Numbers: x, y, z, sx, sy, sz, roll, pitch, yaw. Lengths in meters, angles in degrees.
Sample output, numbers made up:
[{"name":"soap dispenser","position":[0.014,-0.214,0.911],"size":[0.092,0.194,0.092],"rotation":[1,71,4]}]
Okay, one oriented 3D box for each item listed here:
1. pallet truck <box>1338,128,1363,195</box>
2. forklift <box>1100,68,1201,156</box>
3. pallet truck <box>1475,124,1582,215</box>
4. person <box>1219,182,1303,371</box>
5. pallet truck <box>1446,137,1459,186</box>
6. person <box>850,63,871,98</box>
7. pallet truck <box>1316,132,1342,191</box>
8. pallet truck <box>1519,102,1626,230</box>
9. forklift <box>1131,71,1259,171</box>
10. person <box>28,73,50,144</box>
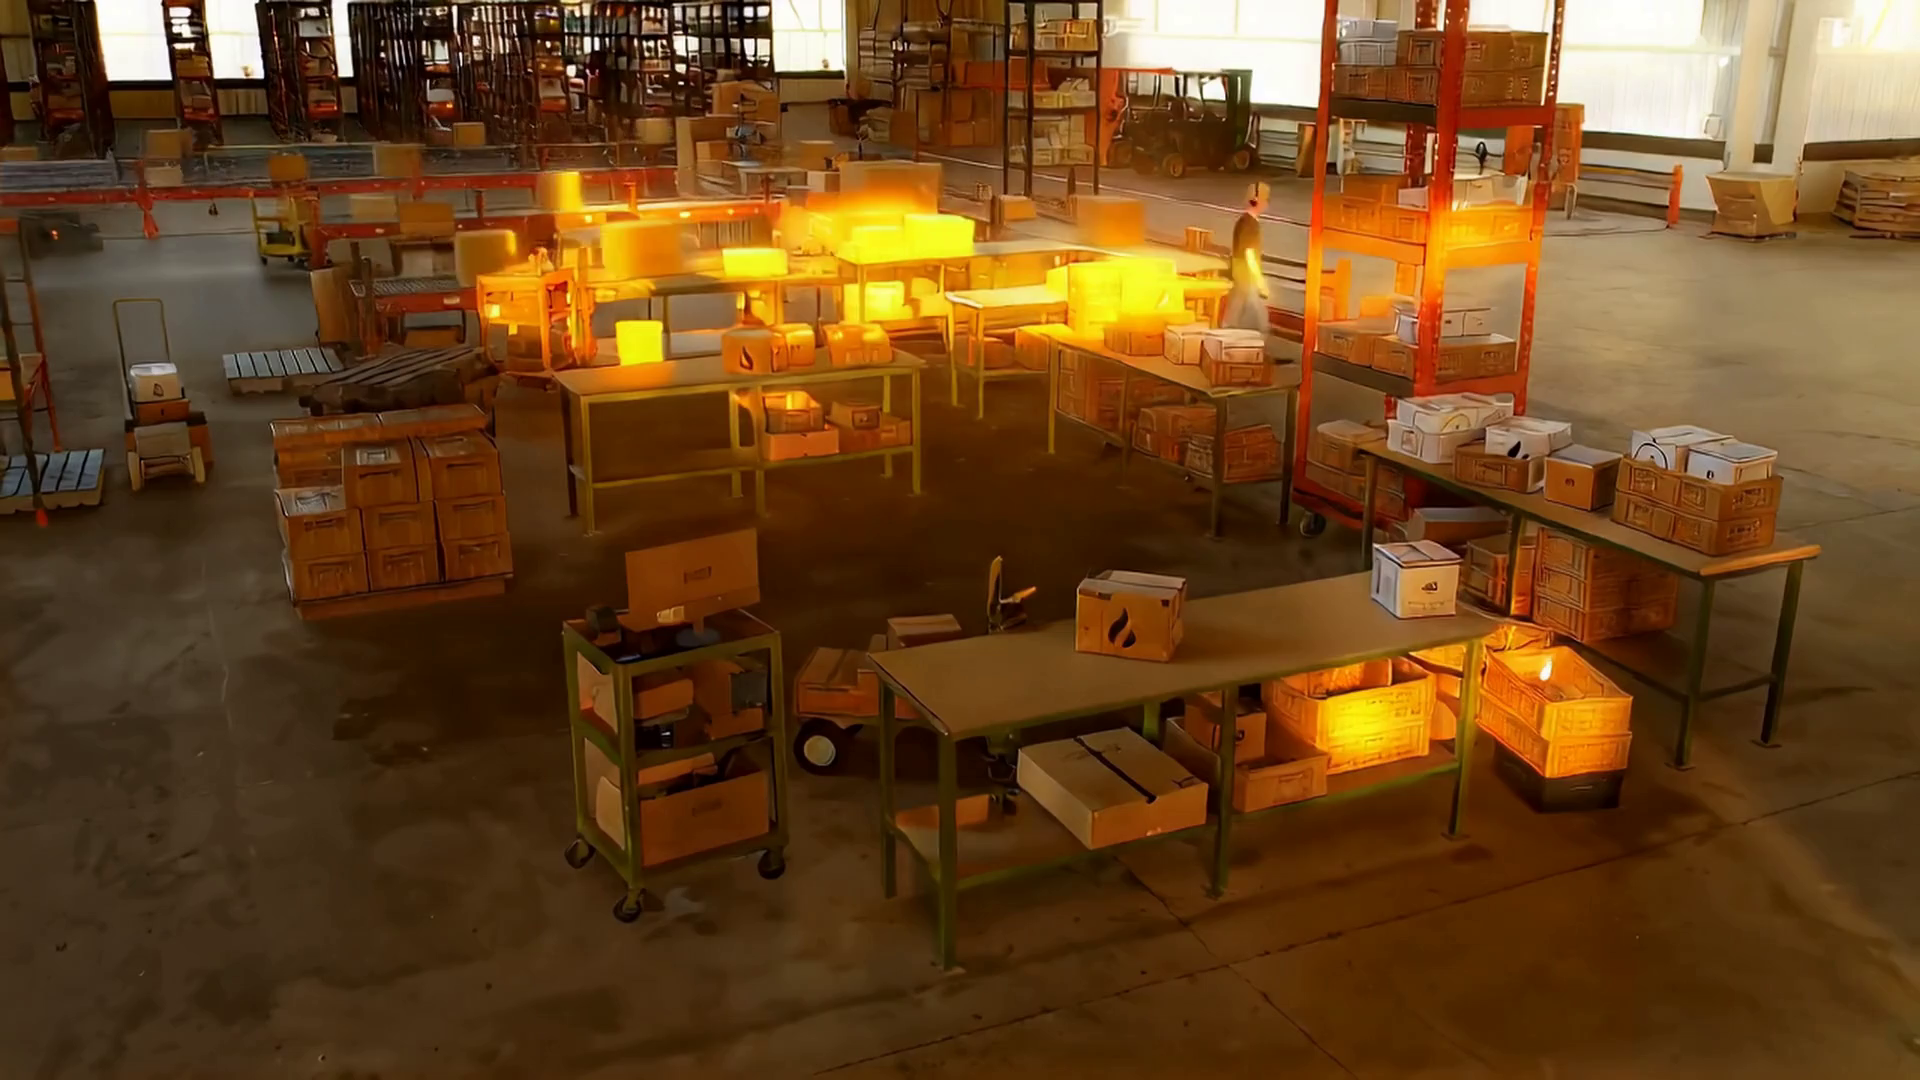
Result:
[{"name":"pallet truck","position":[7.845,-7.140,31.411],"size":[1.522,1.261,0.704],"rotation":[-9,20,-25]},{"name":"forklift","position":[4.082,-9.564,37.410],"size":[2.680,1.987,1.157],"rotation":[-8,19,-23]},{"name":"pallet truck","position":[9.707,-6.455,28.103],"size":[1.885,1.965,0.823],"rotation":[-7,19,-20]},{"name":"person","position":[2.816,-2.472,15.845],"size":[0.965,1.822,0.506],"rotation":[4,18,13]},{"name":"pallet truck","position":[9.184,-6.485,29.328],"size":[1.630,1.274,0.653],"rotation":[-8,19,-23]},{"name":"person","position":[-2.982,-13.323,49.900],"size":[0.625,1.916,1.082],"rotation":[-1,18,-2]},{"name":"pallet truck","position":[7.723,-7.504,32.656],"size":[1.601,1.201,0.680],"rotation":[-8,19,-23]},{"name":"pallet truck","position":[9.972,-6.037,26.785],"size":[1.885,1.965,0.823],"rotation":[-9,20,-25]},{"name":"forklift","position":[4.998,-8.936,35.413],"size":[2.680,1.987,1.157],"rotation":[-9,20,-25]},{"name":"person","position":[-24.377,-11.395,43.988],"size":[0.672,1.819,0.408],"rotation":[11,20,30]}]
